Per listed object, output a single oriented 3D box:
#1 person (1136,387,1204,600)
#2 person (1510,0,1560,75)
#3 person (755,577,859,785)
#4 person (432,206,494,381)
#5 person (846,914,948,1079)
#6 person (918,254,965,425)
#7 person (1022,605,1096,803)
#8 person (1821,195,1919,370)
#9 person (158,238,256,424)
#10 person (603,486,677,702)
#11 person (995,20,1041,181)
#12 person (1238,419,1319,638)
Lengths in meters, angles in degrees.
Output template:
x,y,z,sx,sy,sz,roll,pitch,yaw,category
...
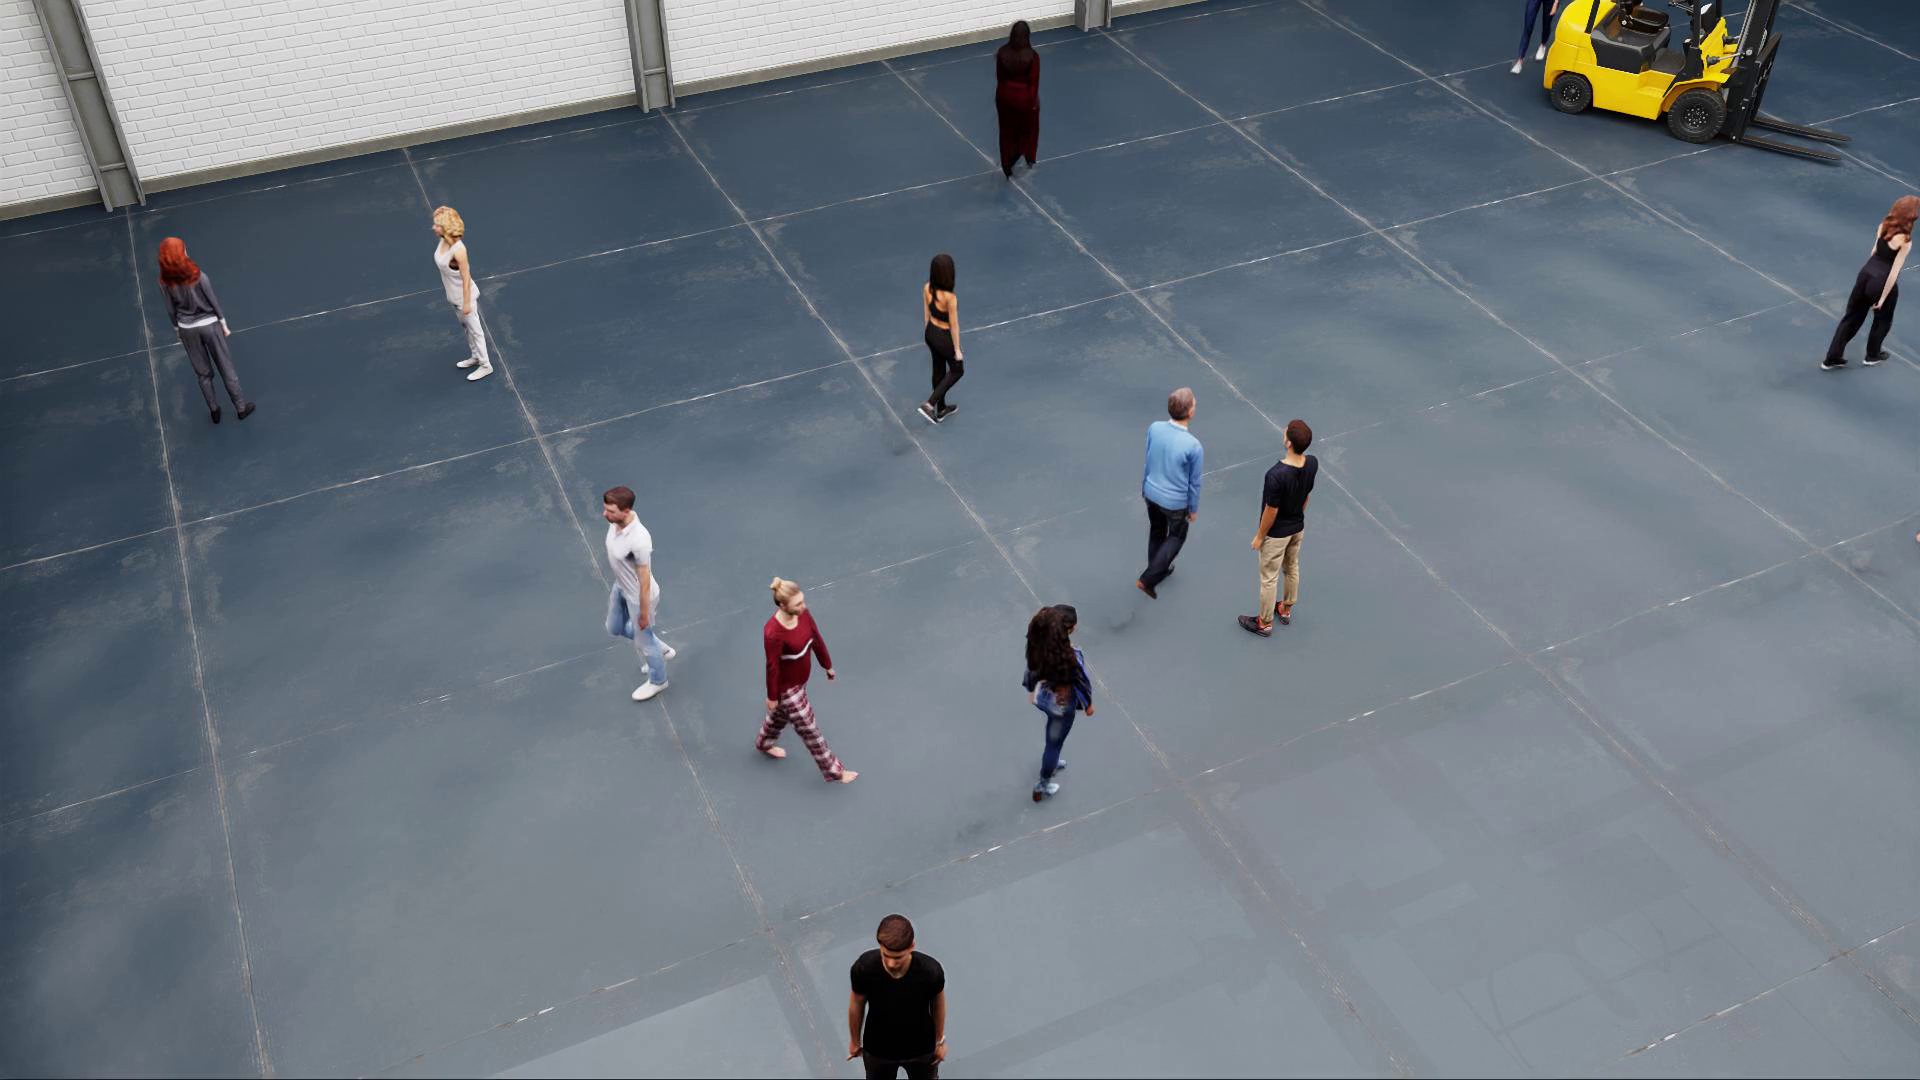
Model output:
x,y,z,sx,sy,sz,roll,pitch,yaw,category
1.511,-0.311,12.494,0.848,1.799,0.983,30,47,32,person
7.234,-6.677,20.528,1.038,1.721,1.264,20,43,24,person
-1.190,0.906,11.085,1.110,1.657,1.059,14,41,16,person
-4.489,-2.243,15.017,0.583,1.671,0.621,-23,44,-26,person
-0.310,2.611,8.785,0.690,1.862,0.831,1,39,1,person
-0.206,-1.686,14.345,0.712,1.638,0.831,32,48,34,person
0.573,1.098,10.884,0.712,1.606,0.703,-27,46,-30,person
8.197,-2.290,15.035,0.879,1.722,0.600,-15,41,-18,person
-6.562,-1.807,14.381,0.524,1.782,0.691,-6,39,-7,person
-2.190,0.336,11.652,0.717,1.838,0.715,-22,43,-25,person
0.588,-4.743,18.092,0.876,1.739,0.933,10,40,13,person
2.366,-0.087,12.165,0.541,1.859,0.740,-26,46,-29,person
